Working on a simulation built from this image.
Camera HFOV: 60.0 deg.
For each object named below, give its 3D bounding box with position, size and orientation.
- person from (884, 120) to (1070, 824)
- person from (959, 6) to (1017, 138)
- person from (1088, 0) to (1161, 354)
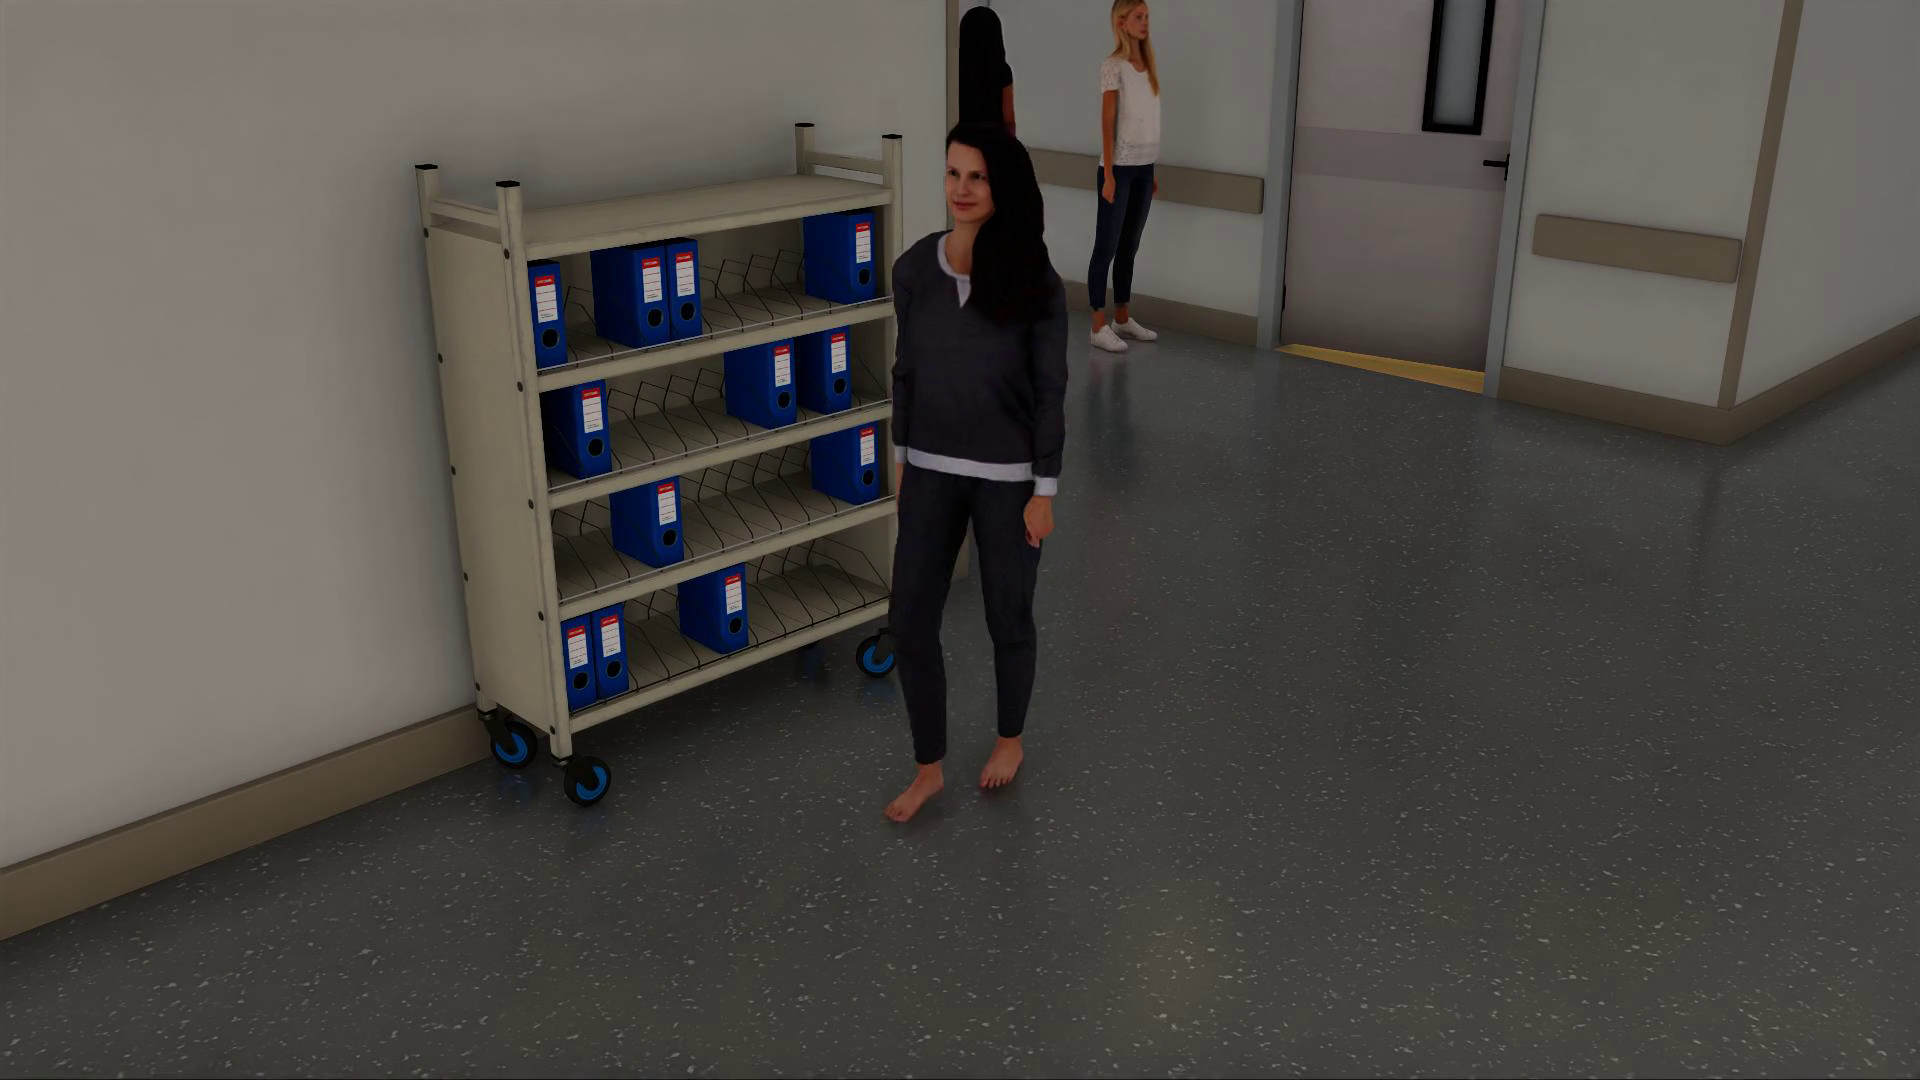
[{"bbox_3d":[0.065,-0.180,4.253,0.812,1.750,0.896,6,22,16],"label":"person"},{"bbox_3d":[0.114,-2.050,9.209,0.661,1.739,0.710,1,21,4],"label":"person"},{"bbox_3d":[0.864,-1.930,8.792,0.681,1.809,0.469,16,26,36],"label":"person"}]
